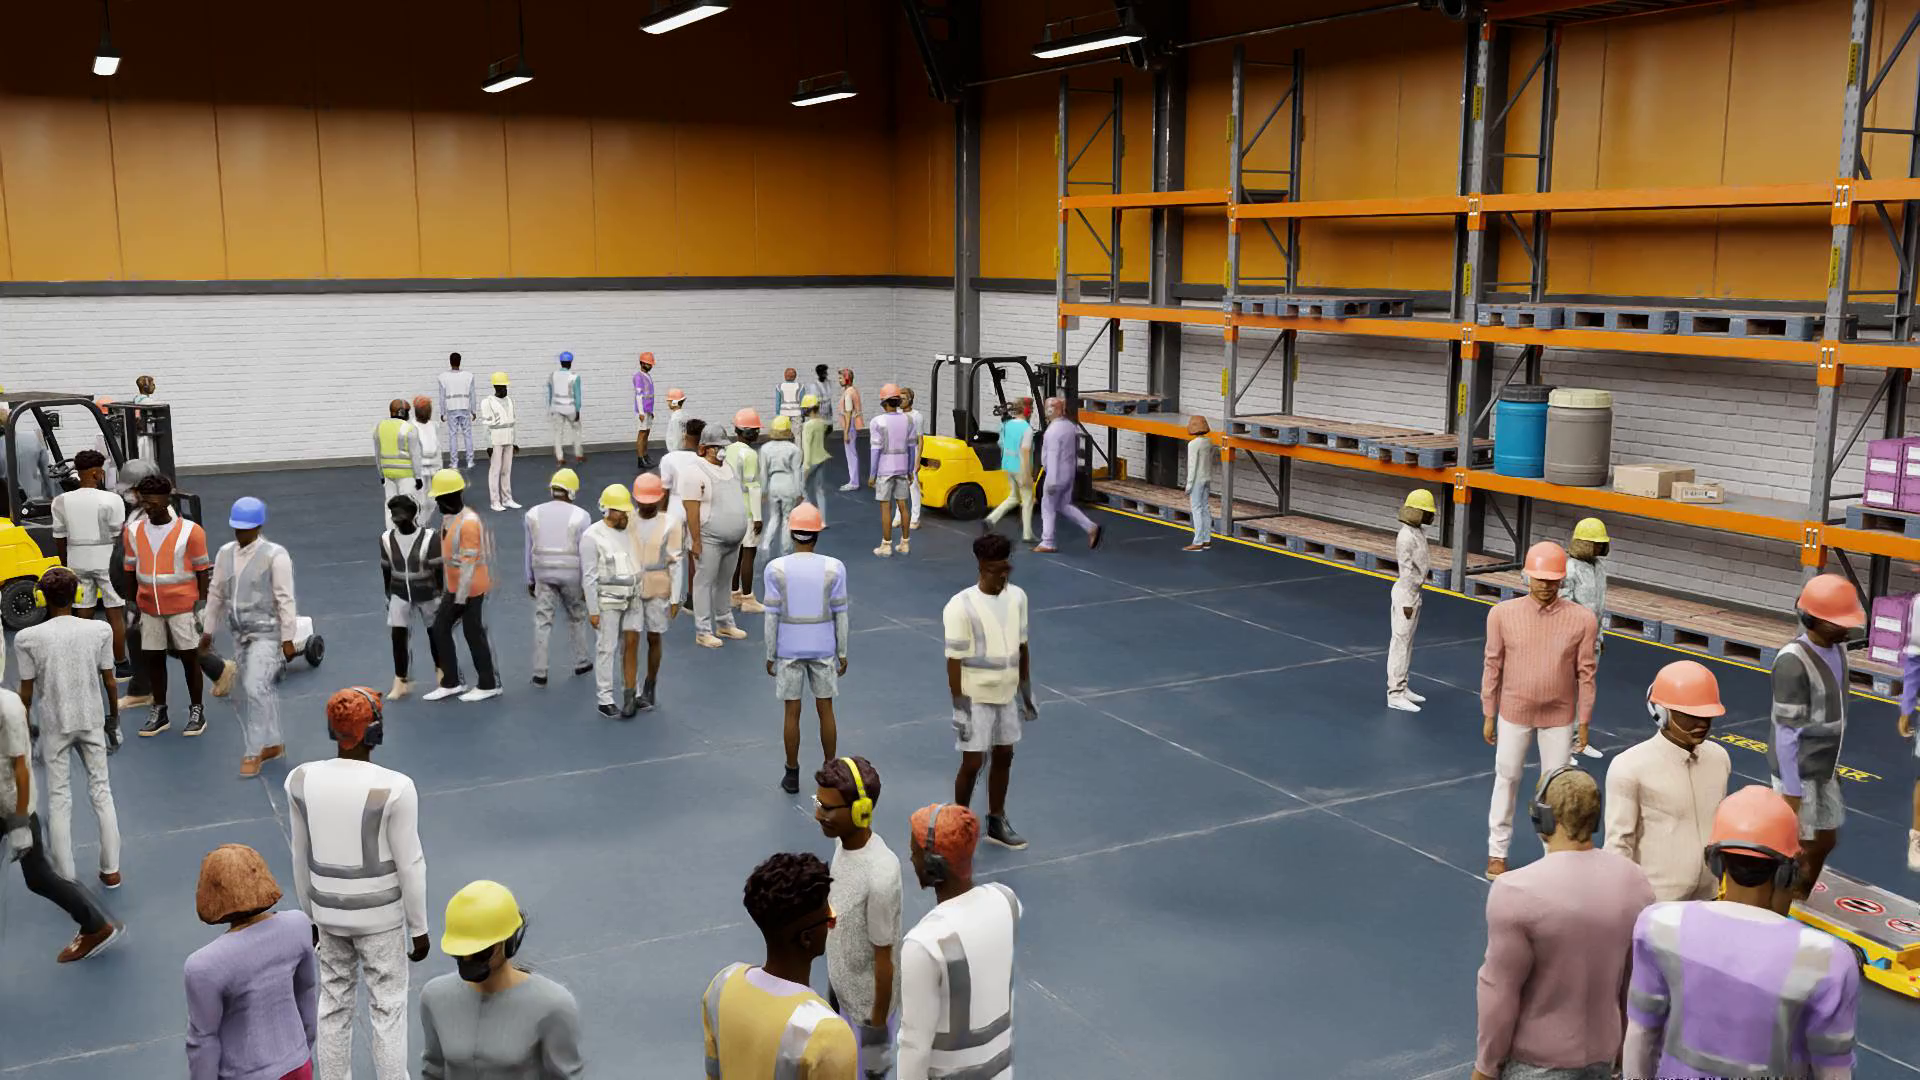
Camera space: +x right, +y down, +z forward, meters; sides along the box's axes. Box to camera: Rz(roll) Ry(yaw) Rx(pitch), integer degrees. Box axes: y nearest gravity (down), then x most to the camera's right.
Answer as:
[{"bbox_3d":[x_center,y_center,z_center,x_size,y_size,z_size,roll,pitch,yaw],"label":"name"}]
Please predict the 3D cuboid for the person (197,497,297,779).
[{"bbox_3d":[-4.912,0.655,11.432,0.687,1.922,0.551,5,11,26],"label":"person"}]

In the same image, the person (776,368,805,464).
[{"bbox_3d":[-2.862,-2.094,28.110,0.514,1.631,0.318,0,10,2],"label":"person"}]

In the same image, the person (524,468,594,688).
[{"bbox_3d":[-3.337,0.315,13.843,0.601,1.785,0.671,1,10,3],"label":"person"}]

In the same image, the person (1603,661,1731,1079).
[{"bbox_3d":[2.829,1.449,6.653,0.624,1.992,0.386,-4,11,-24],"label":"person"}]

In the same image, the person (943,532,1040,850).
[{"bbox_3d":[0.186,0.916,9.903,0.667,1.948,0.394,-8,13,-39],"label":"person"}]

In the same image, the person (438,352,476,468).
[{"bbox_3d":[-8.319,-2.145,27.565,0.590,1.919,0.392,-4,11,-22],"label":"person"}]

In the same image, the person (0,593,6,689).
[{"bbox_3d":[-6.265,0.861,10.292,0.641,1.908,0.407,-4,11,-24],"label":"person"}]

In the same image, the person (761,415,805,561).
[{"bbox_3d":[-2.036,-0.563,19.004,0.489,1.731,0.428,4,11,21],"label":"person"}]

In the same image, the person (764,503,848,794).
[{"bbox_3d":[-1.020,0.715,11.045,0.551,1.934,0.373,-1,10,-7],"label":"person"}]

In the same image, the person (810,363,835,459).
[{"bbox_3d":[-2.417,-2.226,28.758,0.477,1.673,0.555,7,12,35],"label":"person"}]

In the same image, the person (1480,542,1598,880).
[{"bbox_3d":[3.251,0.983,9.382,0.610,1.986,0.415,3,10,16],"label":"person"}]

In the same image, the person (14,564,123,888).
[{"bbox_3d":[-4.955,1.060,9.275,0.506,1.864,0.329,-7,12,-37],"label":"person"}]

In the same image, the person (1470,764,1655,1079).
[{"bbox_3d":[1.971,1.687,5.489,0.637,1.929,0.382,-4,11,-21],"label":"person"}]

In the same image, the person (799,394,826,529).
[{"bbox_3d":[-1.949,-1.006,21.480,0.475,1.749,0.557,4,11,23],"label":"person"}]

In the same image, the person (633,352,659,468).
[{"bbox_3d":[-5.202,-2.155,27.597,0.374,1.927,0.542,1,10,7],"label":"person"}]

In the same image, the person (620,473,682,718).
[{"bbox_3d":[-2.425,0.429,12.813,0.569,1.891,0.905,-1,10,-5],"label":"person"}]

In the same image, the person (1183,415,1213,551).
[{"bbox_3d":[2.863,-0.684,19.968,0.266,1.631,0.507,7,12,36],"label":"person"}]

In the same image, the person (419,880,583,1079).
[{"bbox_3d":[-1.380,1.859,5.006,0.538,1.760,0.447,2,10,9],"label":"person"}]

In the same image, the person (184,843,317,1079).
[{"bbox_3d":[-2.374,1.815,5.623,0.286,1.626,0.496,5,11,25],"label":"person"}]

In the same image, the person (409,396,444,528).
[{"bbox_3d":[-6.555,-0.805,20.056,0.625,1.856,0.645,5,11,25],"label":"person"}]

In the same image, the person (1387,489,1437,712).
[{"bbox_3d":[3.560,0.462,13.078,0.313,1.738,0.483,5,11,25],"label":"person"}]

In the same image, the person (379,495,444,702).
[{"bbox_3d":[-4.378,0.446,13.409,0.557,1.667,0.622,0,10,1],"label":"person"}]

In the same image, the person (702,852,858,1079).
[{"bbox_3d":[-0.455,1.814,4.631,0.367,1.967,0.607,-9,14,-43],"label":"person"}]

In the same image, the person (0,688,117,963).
[{"bbox_3d":[-4.590,1.291,8.074,0.508,1.830,0.882,4,11,21],"label":"person"}]

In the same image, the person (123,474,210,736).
[{"bbox_3d":[-5.862,0.482,12.298,0.617,1.964,0.361,0,10,-1],"label":"person"}]

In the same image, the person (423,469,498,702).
[{"bbox_3d":[-3.987,0.380,13.087,0.715,1.890,0.611,-7,12,-33],"label":"person"}]

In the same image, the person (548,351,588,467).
[{"bbox_3d":[-6.580,-2.200,27.874,0.629,1.919,0.771,2,10,10],"label":"person"}]

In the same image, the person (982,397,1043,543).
[{"bbox_3d":[0.677,-0.844,20.340,0.690,1.824,0.573,-5,11,-26],"label":"person"}]

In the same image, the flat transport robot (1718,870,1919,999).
[{"bbox_3d":[4.590,1.963,8.649,0.652,0.197,1.431,-4,11,-21],"label":"flat transport robot"}]

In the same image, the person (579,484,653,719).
[{"bbox_3d":[-2.648,0.467,12.829,0.403,1.818,0.596,7,12,34],"label":"person"}]

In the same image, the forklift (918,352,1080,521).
[{"bbox_3d":[0.460,-1.461,22.833,2.313,2.155,1.214,-5,11,-28],"label":"forklift"}]

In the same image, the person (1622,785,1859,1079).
[{"bbox_3d":[2.302,1.735,4.964,0.616,2.027,0.563,7,12,36],"label":"person"}]

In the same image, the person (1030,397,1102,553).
[{"bbox_3d":[1.254,-0.762,19.742,0.757,1.875,0.673,4,11,24],"label":"person"}]

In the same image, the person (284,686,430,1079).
[{"bbox_3d":[-2.393,1.508,6.663,0.576,1.879,0.356,3,10,14],"label":"person"}]

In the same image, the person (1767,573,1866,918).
[{"bbox_3d":[4.278,1.148,8.348,0.615,2.027,0.410,-8,13,-40],"label":"person"}]

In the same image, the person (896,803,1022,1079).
[{"bbox_3d":[-0.008,1.746,5.294,0.471,1.874,0.585,7,12,34],"label":"person"}]

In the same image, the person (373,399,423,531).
[{"bbox_3d":[-6.675,-0.768,19.883,0.625,1.835,0.430,4,11,22],"label":"person"}]

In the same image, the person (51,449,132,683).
[{"bbox_3d":[-7.171,0.222,13.820,0.603,1.959,0.380,0,10,-2],"label":"person"}]

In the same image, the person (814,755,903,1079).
[{"bbox_3d":[-0.357,1.655,5.866,0.324,1.862,0.511,-3,10,-18],"label":"person"}]

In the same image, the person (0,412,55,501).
[{"bbox_3d":[-9.995,-0.425,17.729,0.699,1.902,0.383,-10,14,-44],"label":"person"}]

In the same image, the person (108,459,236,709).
[{"bbox_3d":[-6.236,0.317,13.039,0.805,2.000,0.692,-8,13,-38],"label":"person"}]

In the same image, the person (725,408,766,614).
[{"bbox_3d":[-2.107,-0.291,16.528,0.383,2.041,0.616,-6,12,-31],"label":"person"}]

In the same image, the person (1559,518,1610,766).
[{"bbox_3d":[4.375,0.703,11.669,0.493,1.743,0.299,-7,12,-37],"label":"person"}]

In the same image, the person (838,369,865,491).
[{"bbox_3d":[-1.632,-1.645,24.945,0.390,1.835,0.560,1,10,5],"label":"person"}]

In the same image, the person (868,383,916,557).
[{"bbox_3d":[-0.816,-0.821,19.585,0.616,2.041,0.379,-7,12,-34],"label":"person"}]

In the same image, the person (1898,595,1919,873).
[{"bbox_3d":[5.702,0.951,9.477,0.418,2.021,0.645,-6,12,-32],"label":"person"}]

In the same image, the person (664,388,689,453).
[{"bbox_3d":[-3.813,-1.173,22.442,0.329,1.750,0.573,0,10,2],"label":"person"}]

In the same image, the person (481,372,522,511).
[{"bbox_3d":[-6.360,-1.372,23.088,0.363,1.928,0.587,5,11,27],"label":"person"}]

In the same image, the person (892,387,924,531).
[{"bbox_3d":[-0.695,-1.043,21.432,0.508,1.846,0.345,7,12,35],"label":"person"}]

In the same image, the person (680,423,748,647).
[{"bbox_3d":[-2.195,-0.058,15.197,0.538,2.000,0.687,5,11,28],"label":"person"}]

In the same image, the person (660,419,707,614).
[{"bbox_3d":[-2.681,-0.249,16.618,0.643,1.924,0.671,-2,10,-9],"label":"person"}]

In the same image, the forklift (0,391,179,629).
[{"bbox_3d":[-9.026,-0.363,16.508,1.214,2.155,2.313,6,11,29],"label":"forklift"}]
